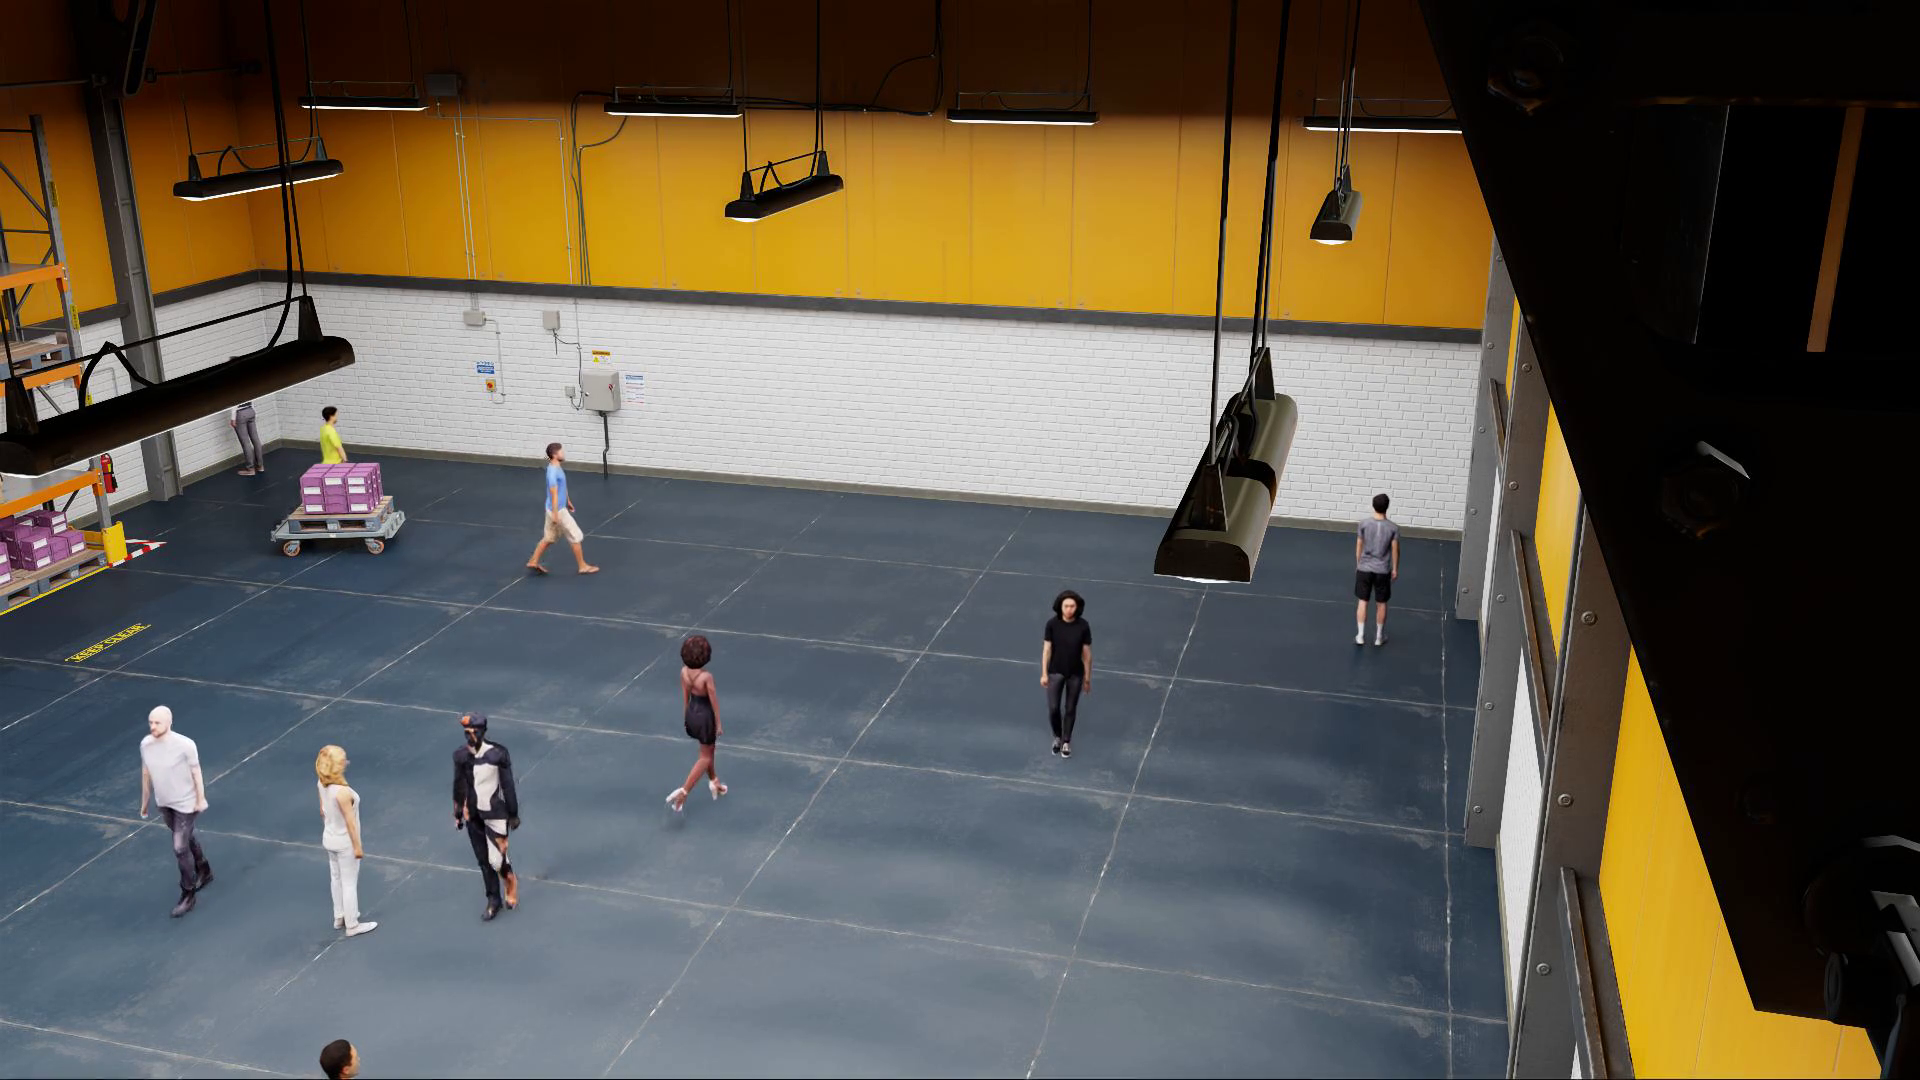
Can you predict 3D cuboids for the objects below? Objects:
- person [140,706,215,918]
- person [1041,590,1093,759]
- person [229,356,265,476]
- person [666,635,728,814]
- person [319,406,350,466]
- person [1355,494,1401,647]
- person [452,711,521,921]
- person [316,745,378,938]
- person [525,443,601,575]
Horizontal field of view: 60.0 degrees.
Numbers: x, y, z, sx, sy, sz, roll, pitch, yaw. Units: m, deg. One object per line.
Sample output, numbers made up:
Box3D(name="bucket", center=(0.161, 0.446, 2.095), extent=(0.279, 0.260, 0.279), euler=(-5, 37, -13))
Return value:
Box3D(name="person", center=(-6.690, 2.239, 14.382), extent=(0.685, 1.808, 0.928), euler=(7, 20, 20))
Box3D(name="person", center=(1.090, 1.325, 17.068), extent=(0.722, 1.826, 0.679), euler=(1, 19, 3))
Box3D(name="person", center=(-11.562, -2.024, 26.838), extent=(0.738, 1.938, 0.512), euler=(7, 20, 19))
Box3D(name="person", center=(-2.511, 1.784, 15.802), extent=(0.822, 1.763, 1.127), euler=(13, 22, 33))
Box3D(name="person", center=(-9.320, -1.100, 24.506), extent=(1.066, 1.674, 0.974), euler=(-12, 22, -32))
Box3D(name="person", center=(4.960, 0.348, 19.895), extent=(0.668, 1.872, 0.551), euler=(6, 20, 18))
Box3D(name="person", center=(-3.971, 2.291, 14.106), extent=(0.723, 1.885, 0.687), euler=(3, 19, 10))
Box3D(name="person", center=(-5.165, 2.487, 13.858), extent=(0.683, 1.671, 0.686), euler=(15, 24, 38))
Box3D(name="person", center=(-5.454, -0.397, 22.163), extent=(1.107, 1.837, 1.218), euler=(-5, 19, -15))
